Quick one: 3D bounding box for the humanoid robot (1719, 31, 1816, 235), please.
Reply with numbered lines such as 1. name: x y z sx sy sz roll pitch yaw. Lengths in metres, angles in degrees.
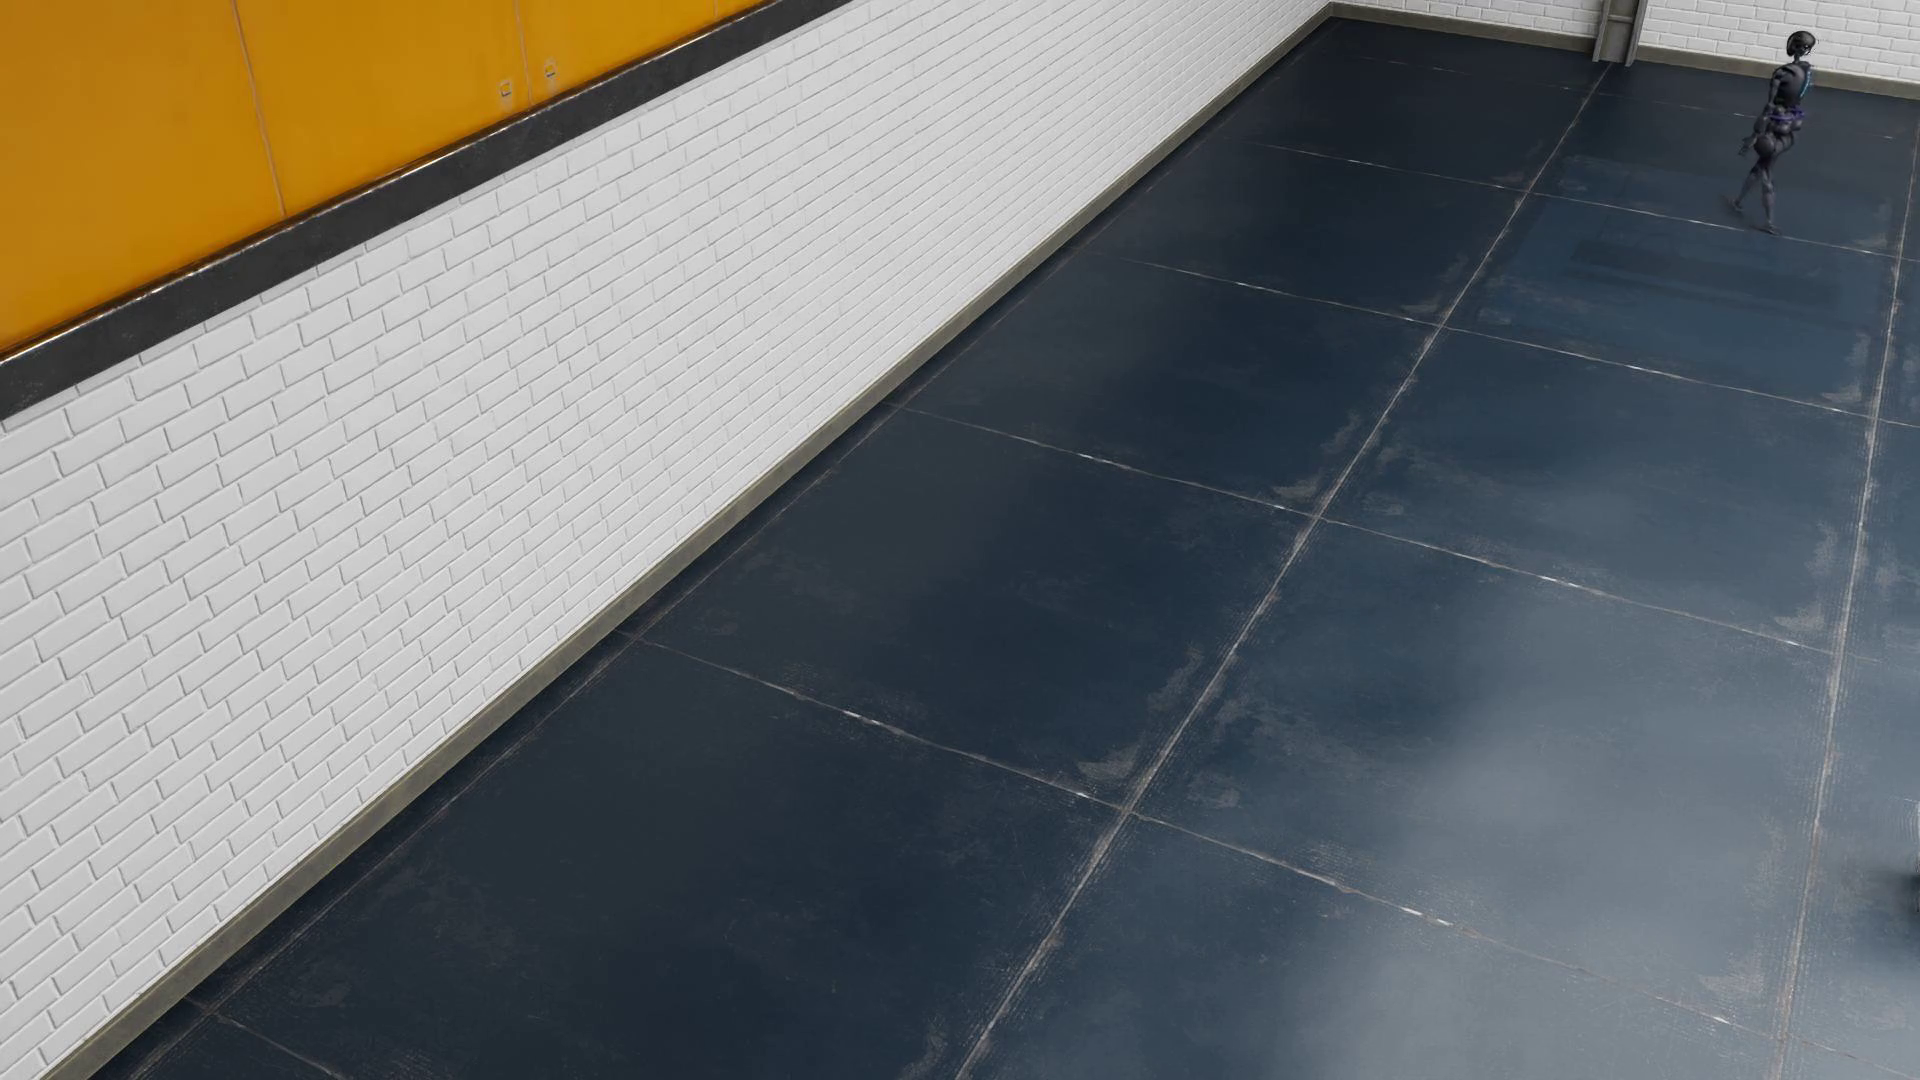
1. humanoid robot: 6.710 -3.407 13.808 0.586 1.635 0.713 -24 40 -31
